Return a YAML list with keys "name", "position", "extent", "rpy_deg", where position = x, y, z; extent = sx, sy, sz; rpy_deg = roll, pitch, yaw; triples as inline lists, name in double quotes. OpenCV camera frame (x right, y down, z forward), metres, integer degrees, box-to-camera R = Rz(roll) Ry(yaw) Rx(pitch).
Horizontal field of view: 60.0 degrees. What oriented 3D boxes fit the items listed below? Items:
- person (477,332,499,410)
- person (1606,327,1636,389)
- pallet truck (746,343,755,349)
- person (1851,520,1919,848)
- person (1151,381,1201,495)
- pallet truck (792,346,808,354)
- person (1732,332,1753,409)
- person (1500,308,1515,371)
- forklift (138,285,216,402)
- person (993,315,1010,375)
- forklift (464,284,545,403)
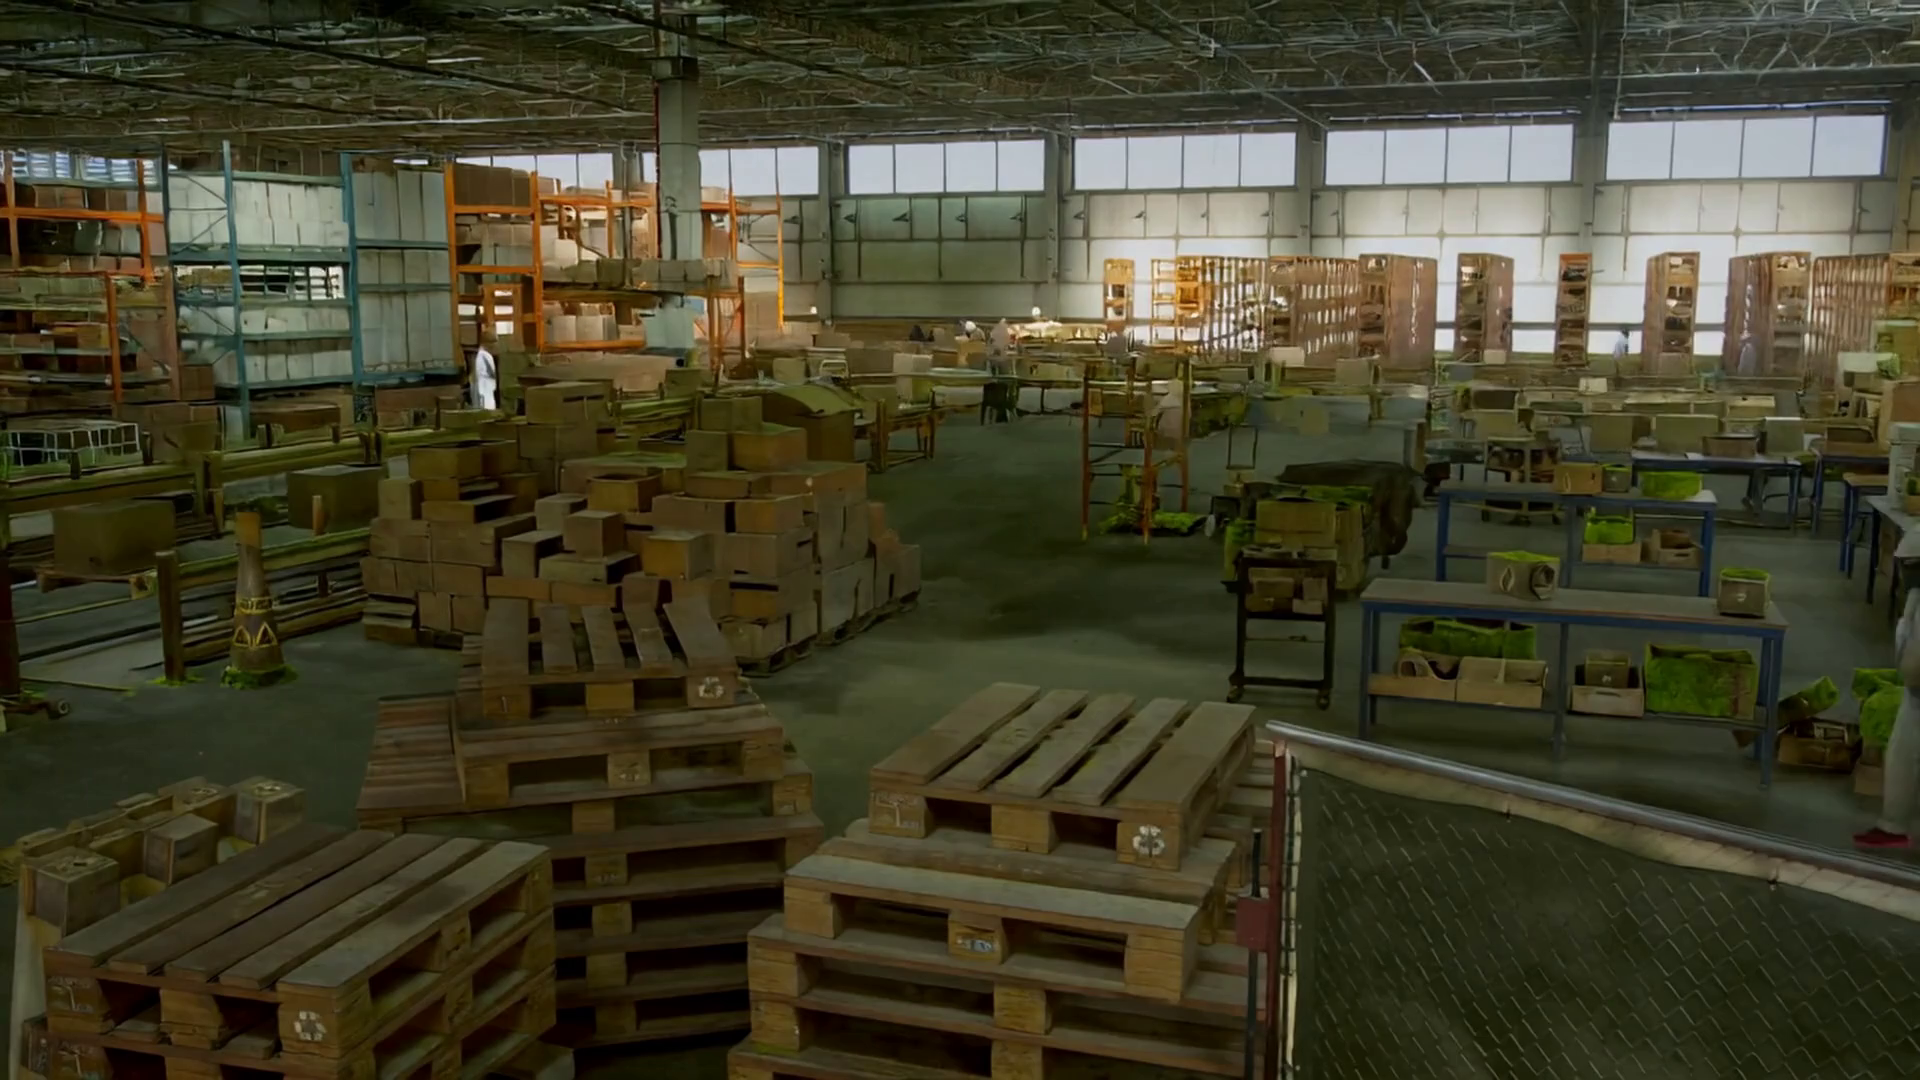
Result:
- name: "person"
  position: [-8.247, -2.624, 29.185]
  extent: [0.390, 2.041, 0.614]
  rpy_deg: [0, 9, -3]
- name: "person"
  position: [16.159, -4.290, 40.447]
  extent: [0.988, 1.791, 0.589]
  rpy_deg: [6, 11, 32]
- name: "pallet truck"
  position: [-6.183, -4.618, 44.264]
  extent: [1.601, 1.201, 0.680]
  rpy_deg: [-9, 12, -43]
- name: "person"
  position: [5.200, 0.781, 8.640]
  extent: [0.840, 1.787, 0.605]
  rpy_deg: [1, 9, 9]
- name: "person"
  position: [2.977, -1.404, 22.954]
  extent: [0.876, 1.587, 0.513]
  rpy_deg: [-8, 12, -41]
- name: "pallet truck"
  position: [-3.705, -4.298, 42.022]
  extent: [0.653, 1.274, 1.630]
  rpy_deg: [3, 10, 20]
- name: "person"
  position: [17.845, -3.869, 37.952]
  extent: [0.691, 1.745, 0.536]
  rpy_deg: [6, 11, 33]
- name: "person"
  position: [16.592, -5.998, 50.400]
  extent: [0.392, 2.034, 0.605]
  rpy_deg: [-1, 9, -8]
- name: "forklift"
  position: [-17.480, -4.200, 36.461]
  extent: [1.873, 2.768, 1.129]
  rpy_deg: [3, 10, 19]
- name: "person"
  position: [1.175, -5.502, 47.750]
  extent: [0.579, 1.890, 0.646]
  rpy_deg: [6, 11, 34]
- name: "forklift"
  position: [-10.832, -4.702, 39.610]
  extent: [1.129, 2.768, 1.873]
  rpy_deg: [3, 10, 20]
